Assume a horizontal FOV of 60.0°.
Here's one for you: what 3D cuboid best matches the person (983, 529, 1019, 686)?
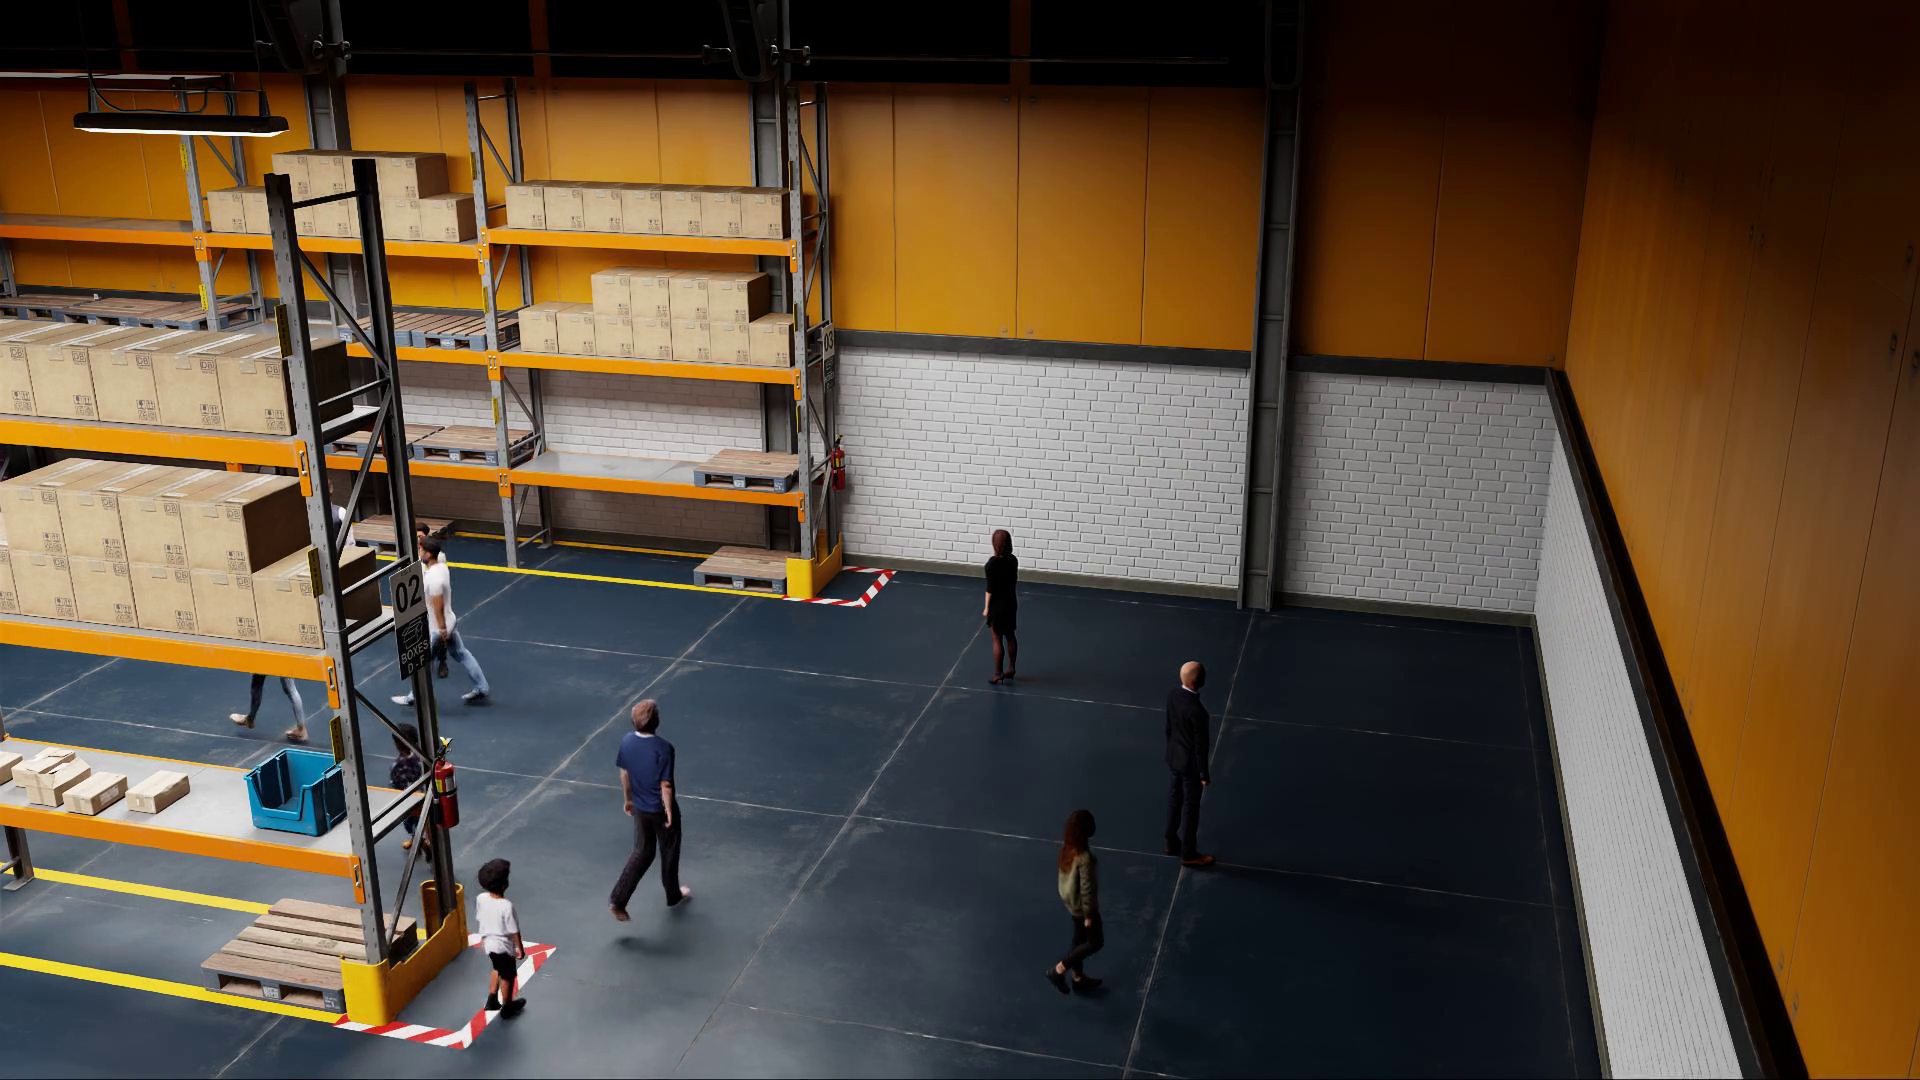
[{"bbox_3d":[0.441,0.700,17.544,0.659,1.705,0.671,-16,24,-39],"label":"person"}]

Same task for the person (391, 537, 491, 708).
[{"bbox_3d":[-5.181,0.863,16.892,1.261,1.813,0.906,0,19,0],"label":"person"}]

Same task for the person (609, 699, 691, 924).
[{"bbox_3d":[-2.455,2.146,13.029,1.042,1.846,0.851,9,21,25],"label":"person"}]

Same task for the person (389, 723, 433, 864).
[{"bbox_3d":[-4.598,2.140,14.000,0.806,1.239,0.632,12,22,32],"label":"person"}]

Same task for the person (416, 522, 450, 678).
[{"bbox_3d":[-5.690,0.624,17.744,0.595,1.722,0.750,-2,19,-5],"label":"person"}]

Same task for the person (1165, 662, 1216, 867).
[{"bbox_3d":[1.906,1.858,13.958,0.811,1.800,0.769,-9,21,-25],"label":"person"}]

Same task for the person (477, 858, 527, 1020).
[{"bbox_3d":[-3.311,2.869,11.815,0.535,1.252,0.610,9,21,26],"label":"person"}]

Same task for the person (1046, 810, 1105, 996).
[{"bbox_3d":[0.819,2.657,12.102,0.818,1.470,0.752,-5,19,-14],"label":"person"}]
